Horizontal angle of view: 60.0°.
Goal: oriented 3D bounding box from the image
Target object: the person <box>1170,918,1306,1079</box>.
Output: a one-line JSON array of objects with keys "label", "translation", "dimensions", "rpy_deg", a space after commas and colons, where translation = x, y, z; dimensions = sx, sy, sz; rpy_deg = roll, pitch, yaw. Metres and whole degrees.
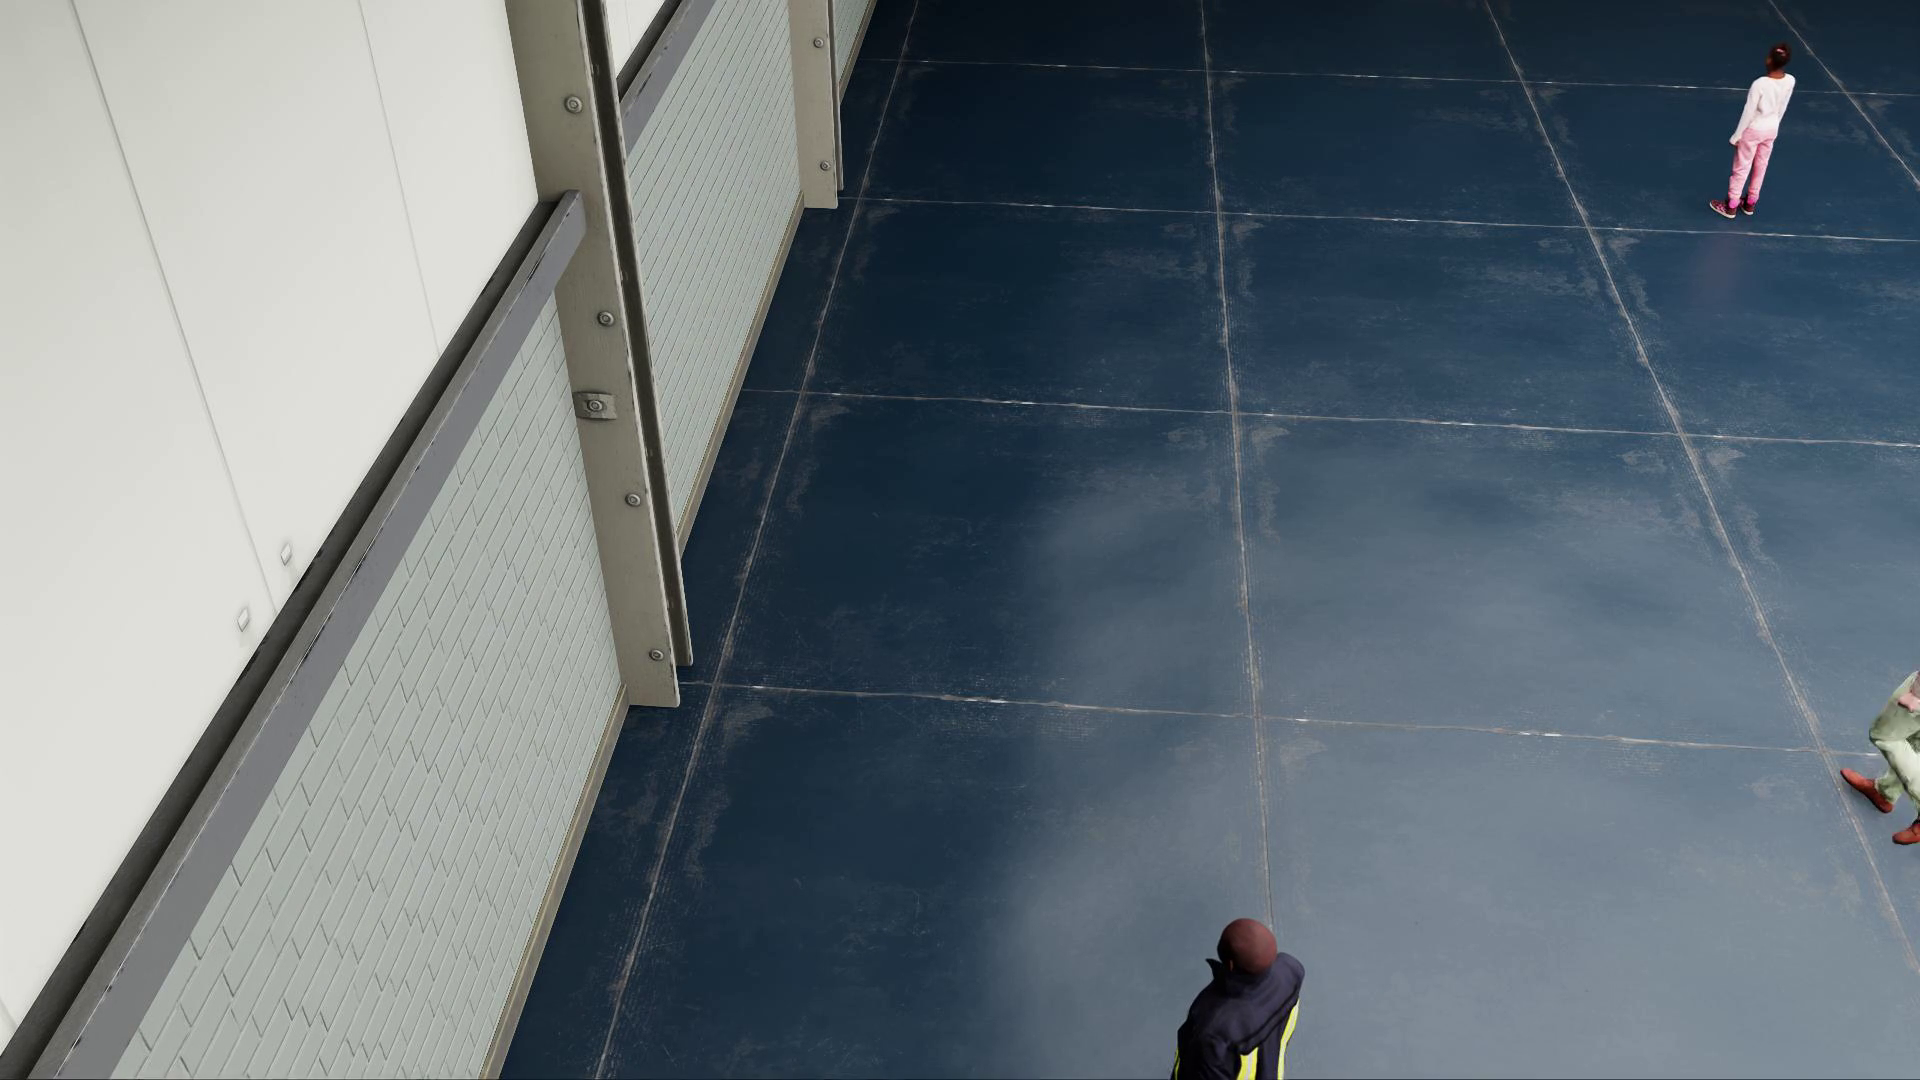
[{"label": "person", "translation": [1.021, 2.037, 6.233], "dimensions": [0.918, 1.821, 0.838], "rpy_deg": [32, 48, 34]}]

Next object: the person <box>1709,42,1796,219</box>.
[{"label": "person", "translation": [6.424, -3.301, 13.352], "dimensions": [0.606, 1.455, 0.591], "rpy_deg": [-9, 39, -11]}]
